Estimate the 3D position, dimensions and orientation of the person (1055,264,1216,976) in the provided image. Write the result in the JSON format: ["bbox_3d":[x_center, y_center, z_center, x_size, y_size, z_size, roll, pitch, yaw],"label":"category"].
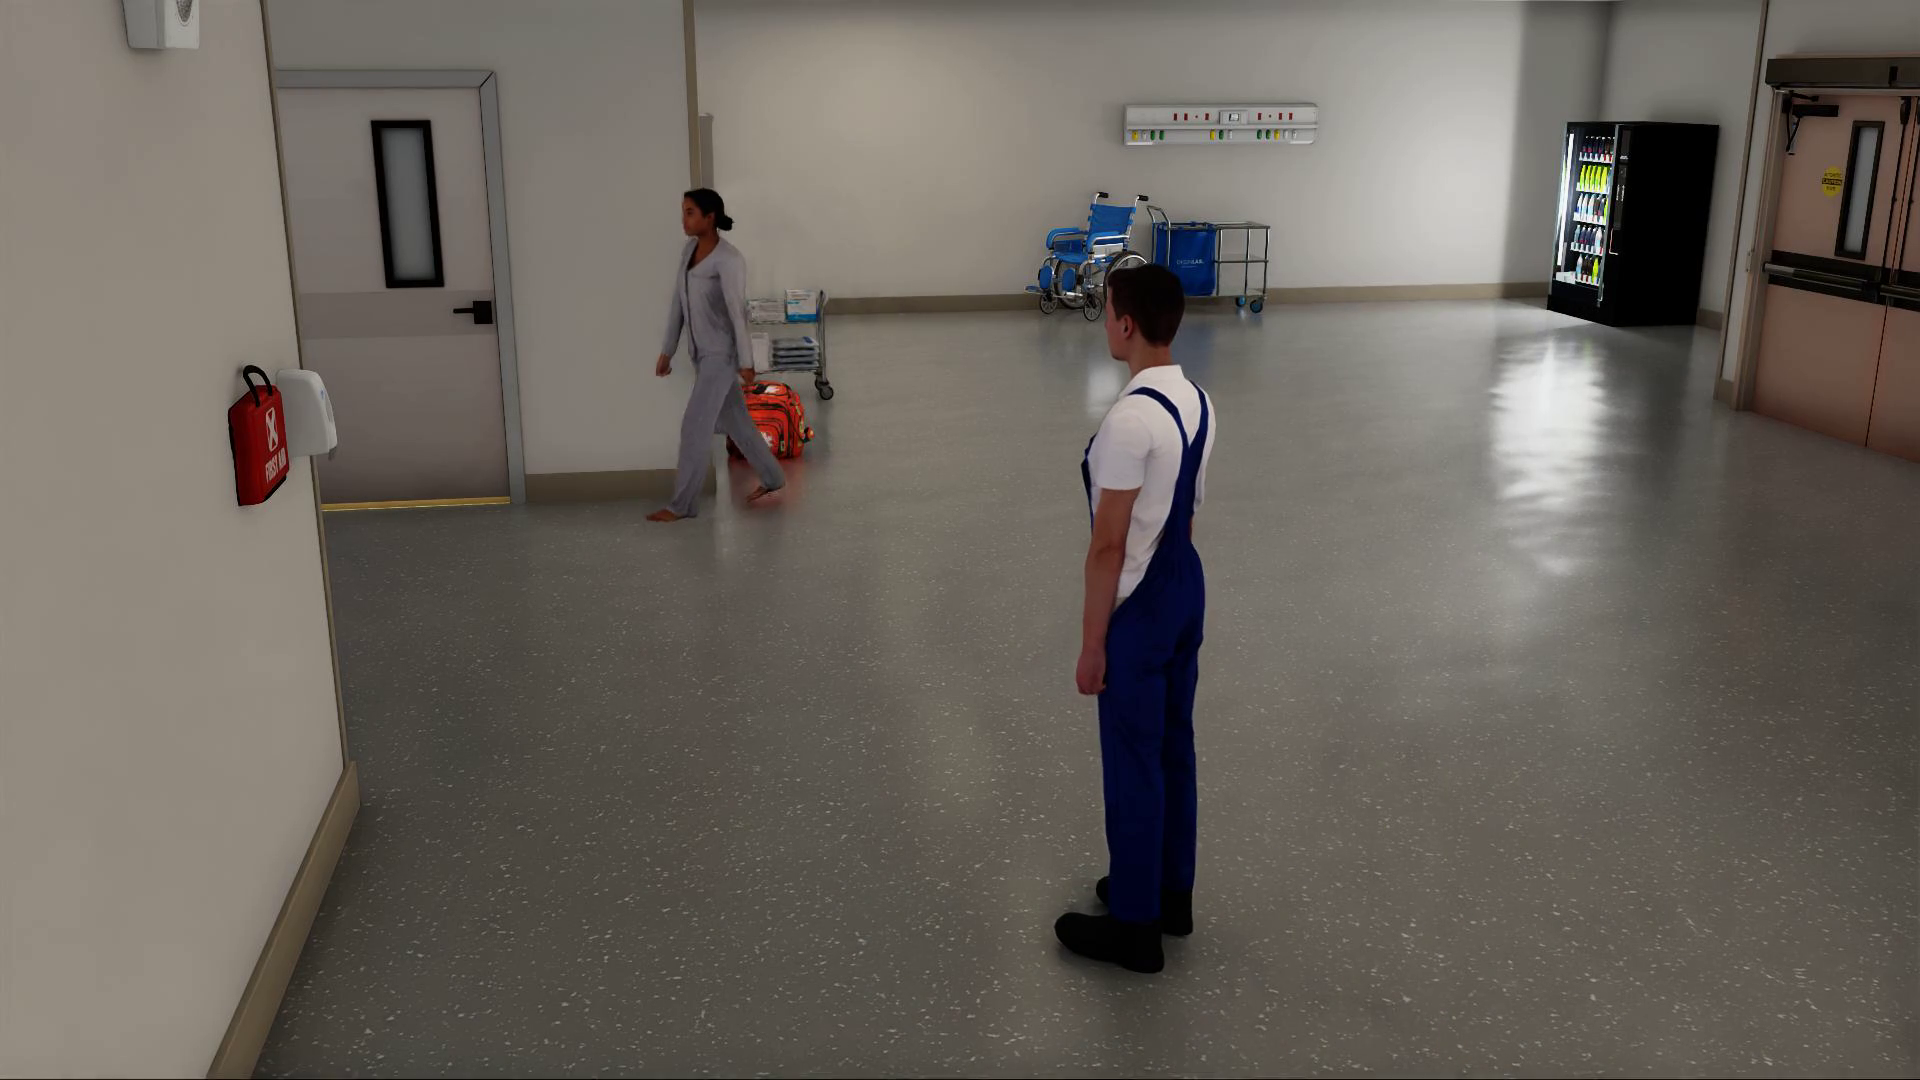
[{"bbox_3d":[0.492,0.205,4.344,0.769,1.848,0.707,11,19,33],"label":"person"}]

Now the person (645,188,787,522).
[{"bbox_3d":[-1.223,-0.970,8.810,1.017,1.686,1.160,-12,20,-36],"label":"person"}]
